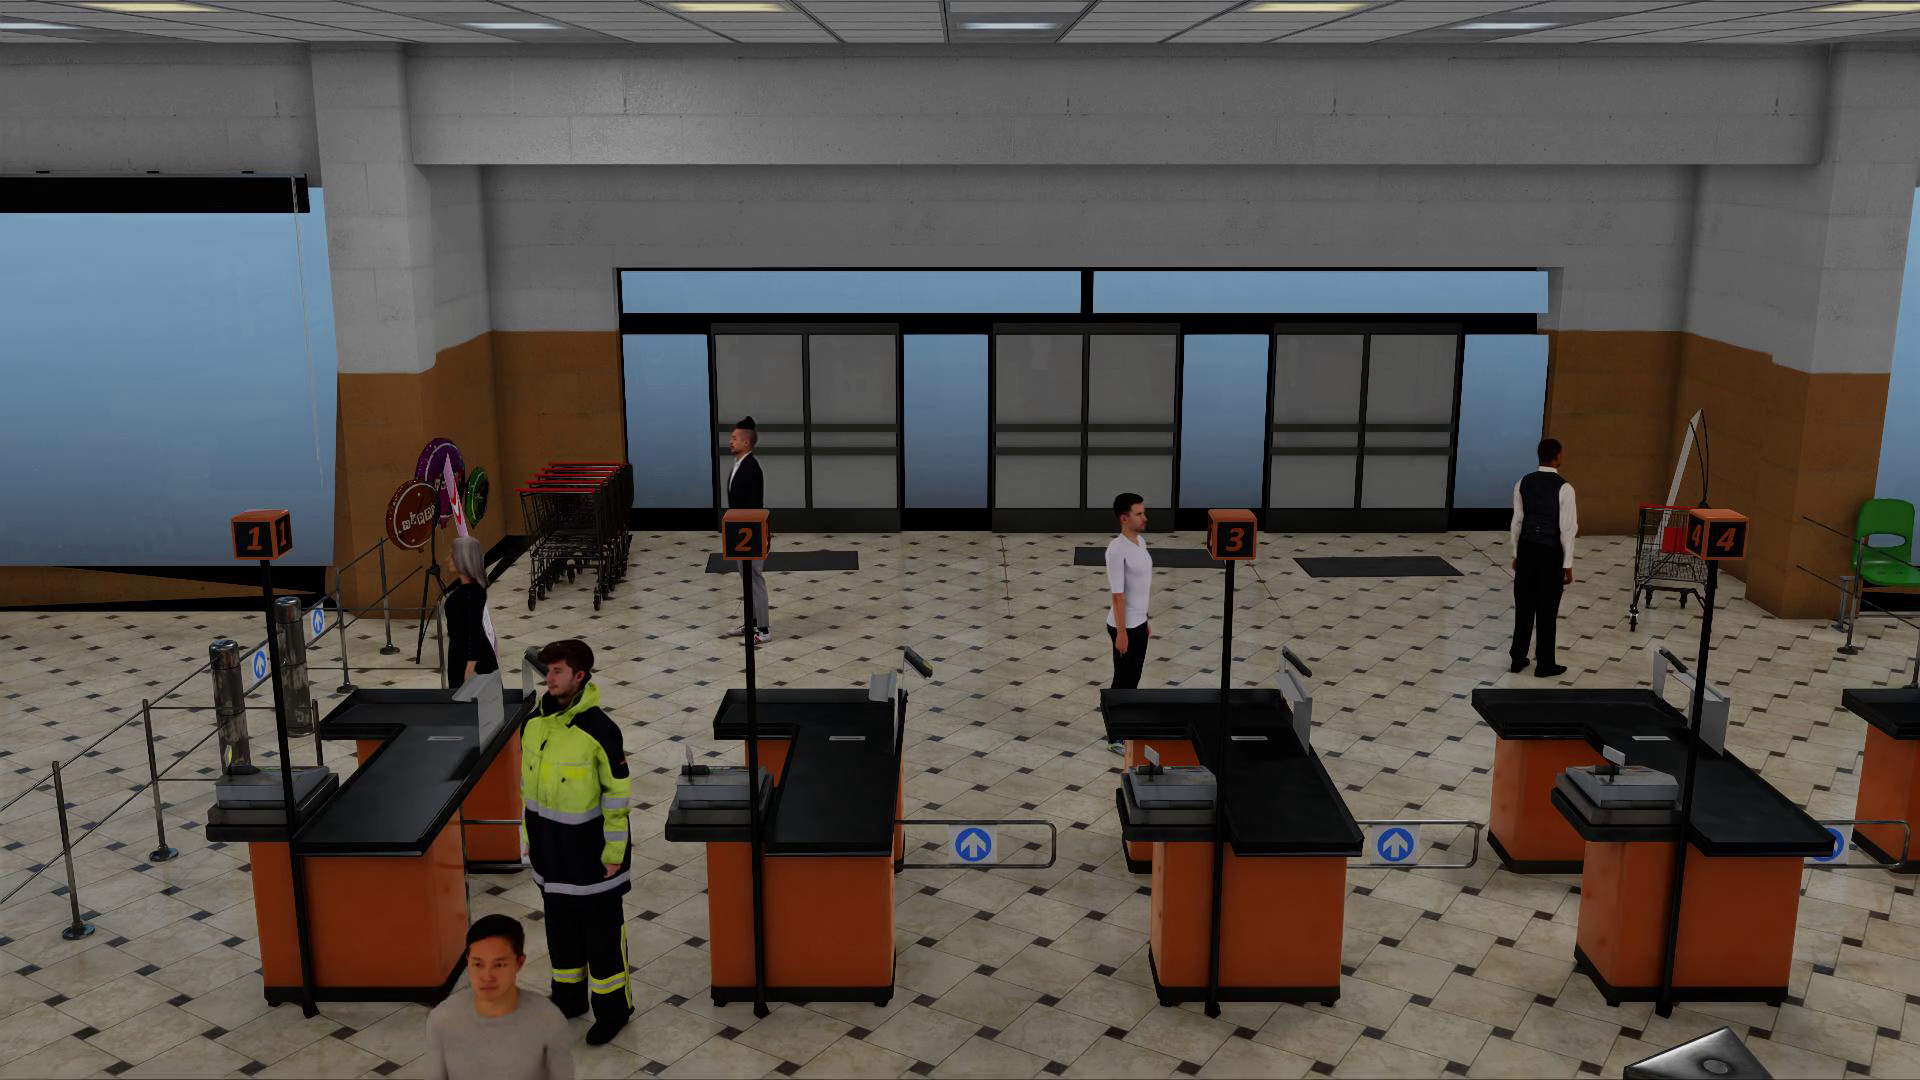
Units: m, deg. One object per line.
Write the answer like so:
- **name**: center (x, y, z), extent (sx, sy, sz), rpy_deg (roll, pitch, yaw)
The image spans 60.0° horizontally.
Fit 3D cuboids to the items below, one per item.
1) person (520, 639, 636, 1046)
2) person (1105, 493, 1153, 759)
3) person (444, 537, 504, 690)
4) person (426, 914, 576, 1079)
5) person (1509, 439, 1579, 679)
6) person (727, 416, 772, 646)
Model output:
- **person**: center (-1.817, 1.476, 7.932), extent (0.869, 1.850, 0.848), rpy_deg (7, 15, 28)
- **person**: center (1.177, 0.575, 11.644), extent (0.809, 1.852, 0.673), rpy_deg (7, 15, 26)
- **person**: center (-3.184, 0.821, 10.850), extent (0.738, 1.747, 0.624), rpy_deg (-5, 15, -21)
- **person**: center (-1.528, 2.059, 5.624), extent (0.674, 1.804, 0.757), rpy_deg (0, 14, -2)
- **person**: center (4.655, 0.133, 13.324), extent (0.833, 1.919, 0.764), rpy_deg (-12, 18, -41)
- **person**: center (-1.796, -0.088, 14.168), extent (0.851, 1.949, 0.683), rpy_deg (-6, 15, -23)
